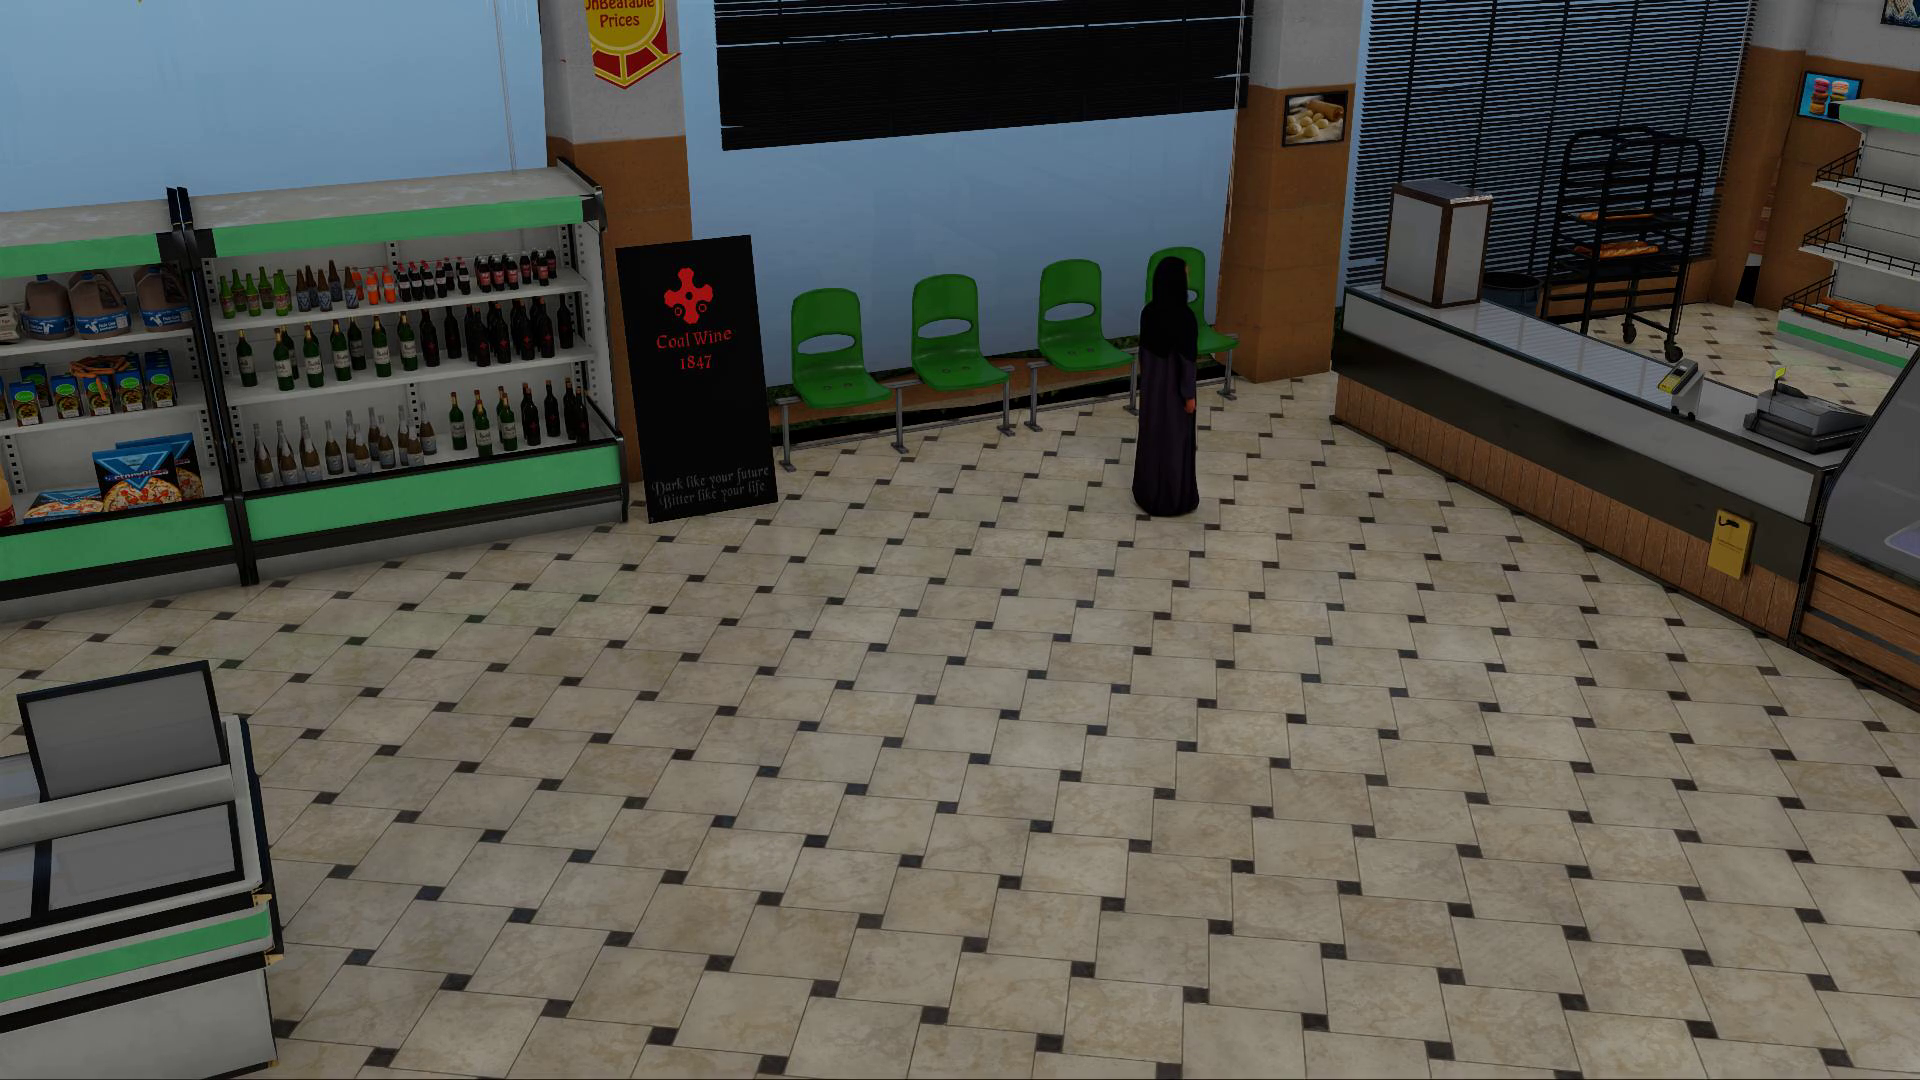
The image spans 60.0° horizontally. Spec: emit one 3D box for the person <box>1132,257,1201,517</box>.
[{"bbox_3d":[1.283,-0.959,10.301,0.626,1.614,0.636,-15,28,-30],"label":"person"}]
